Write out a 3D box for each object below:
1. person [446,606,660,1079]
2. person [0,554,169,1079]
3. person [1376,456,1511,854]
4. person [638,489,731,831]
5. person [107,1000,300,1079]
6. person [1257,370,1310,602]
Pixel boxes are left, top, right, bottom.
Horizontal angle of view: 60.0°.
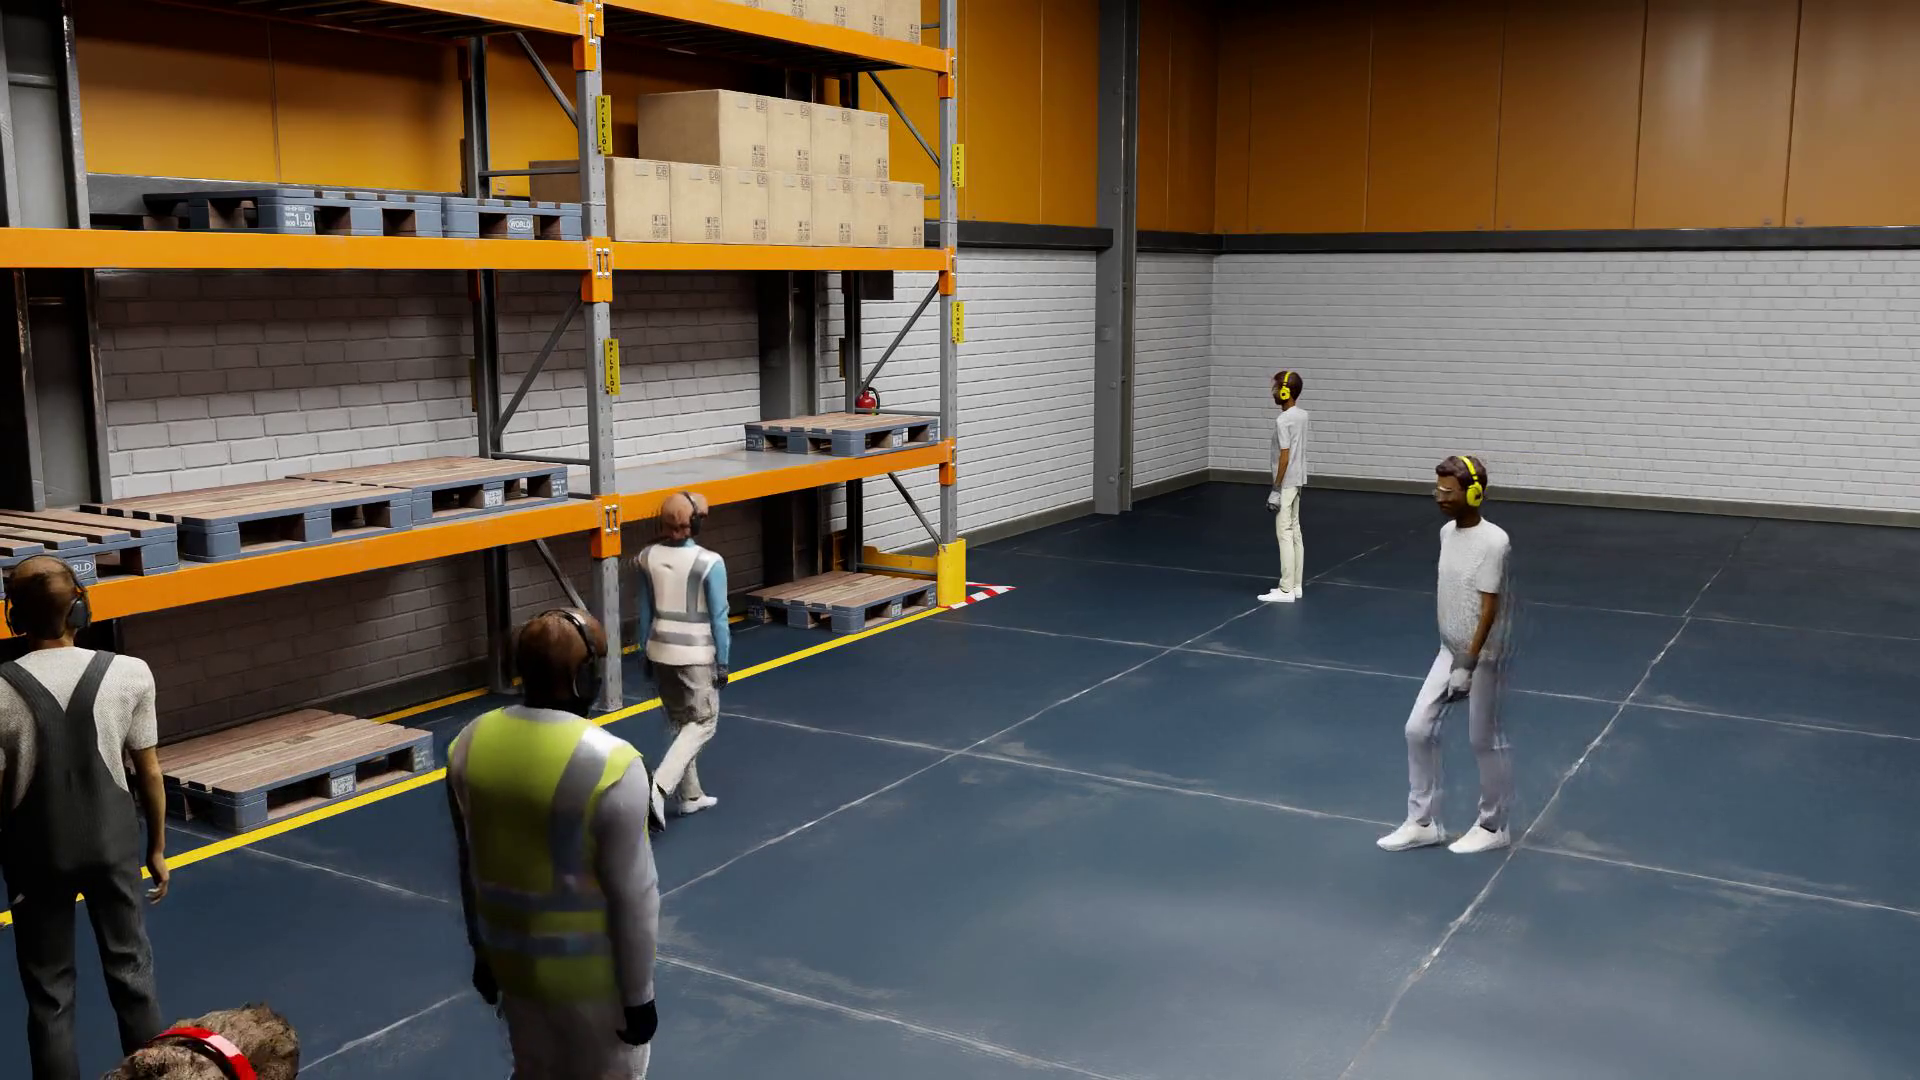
[{"bbox_3d":[-1.034,1.078,4.195,0.625,1.826,0.621,5,10,30],"label":"person"},{"bbox_3d":[-2.599,0.955,4.878,0.508,1.842,0.336,-7,11,-36],"label":"person"},{"bbox_3d":[2.208,0.543,7.483,0.733,1.839,0.493,-4,10,-22],"label":"person"},{"bbox_3d":[-1.359,0.576,7.912,0.516,1.625,0.620,5,10,29],"label":"person"},{"bbox_3d":[-0.852,1.445,1.912,0.581,1.816,0.892,5,10,26],"label":"person"},{"bbox_3d":[2.625,-0.431,13.436,0.329,1.874,0.507,5,11,31],"label":"person"}]
